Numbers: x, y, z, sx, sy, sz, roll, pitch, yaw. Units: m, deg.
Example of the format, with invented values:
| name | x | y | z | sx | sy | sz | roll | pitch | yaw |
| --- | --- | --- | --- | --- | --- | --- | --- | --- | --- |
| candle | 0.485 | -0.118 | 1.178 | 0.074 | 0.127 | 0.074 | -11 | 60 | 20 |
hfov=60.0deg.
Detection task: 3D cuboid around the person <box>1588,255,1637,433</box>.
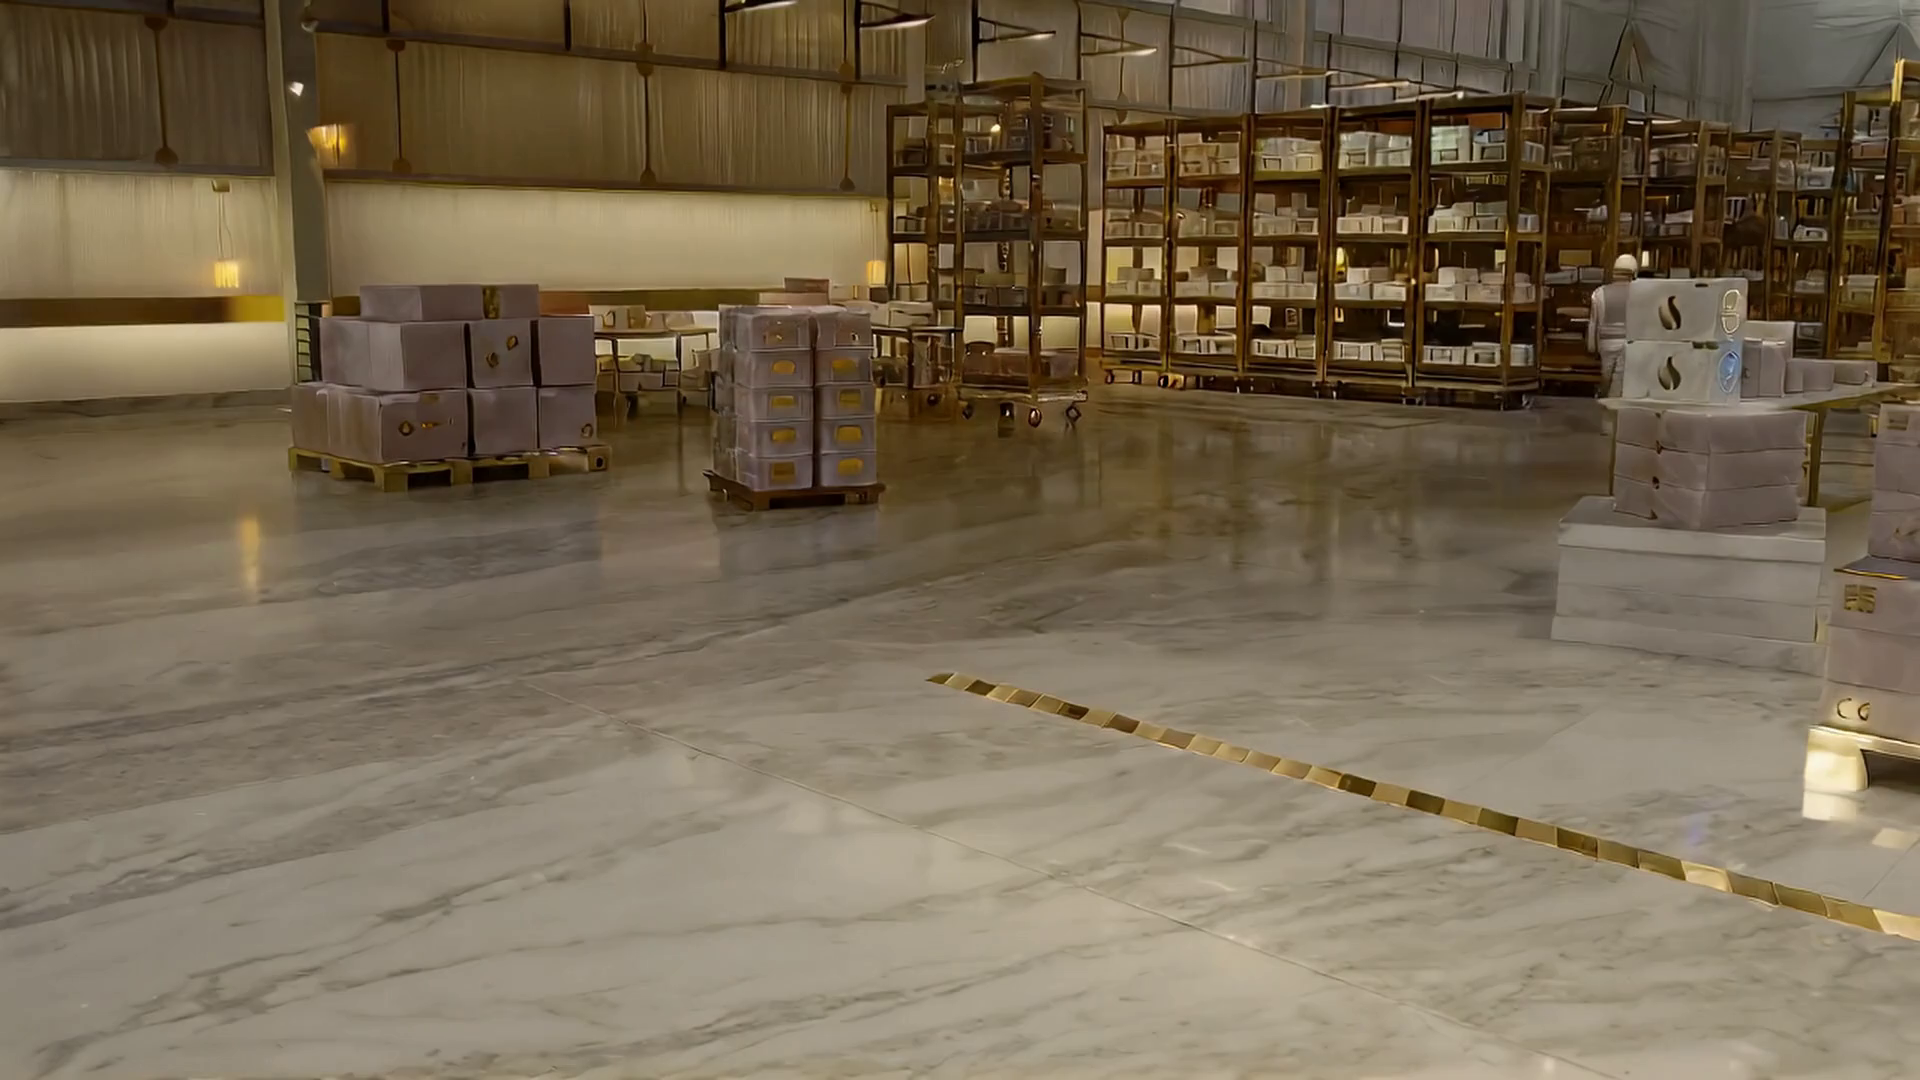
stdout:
| name | x | y | z | sx | sy | sz | roll | pitch | yaw |
| --- | --- | --- | --- | --- | --- | --- | --- | --- | --- |
| person | 6.670 | -1.972 | 16.777 | 0.612 | 1.784 | 0.945 | 8 | 12 | 38 |
